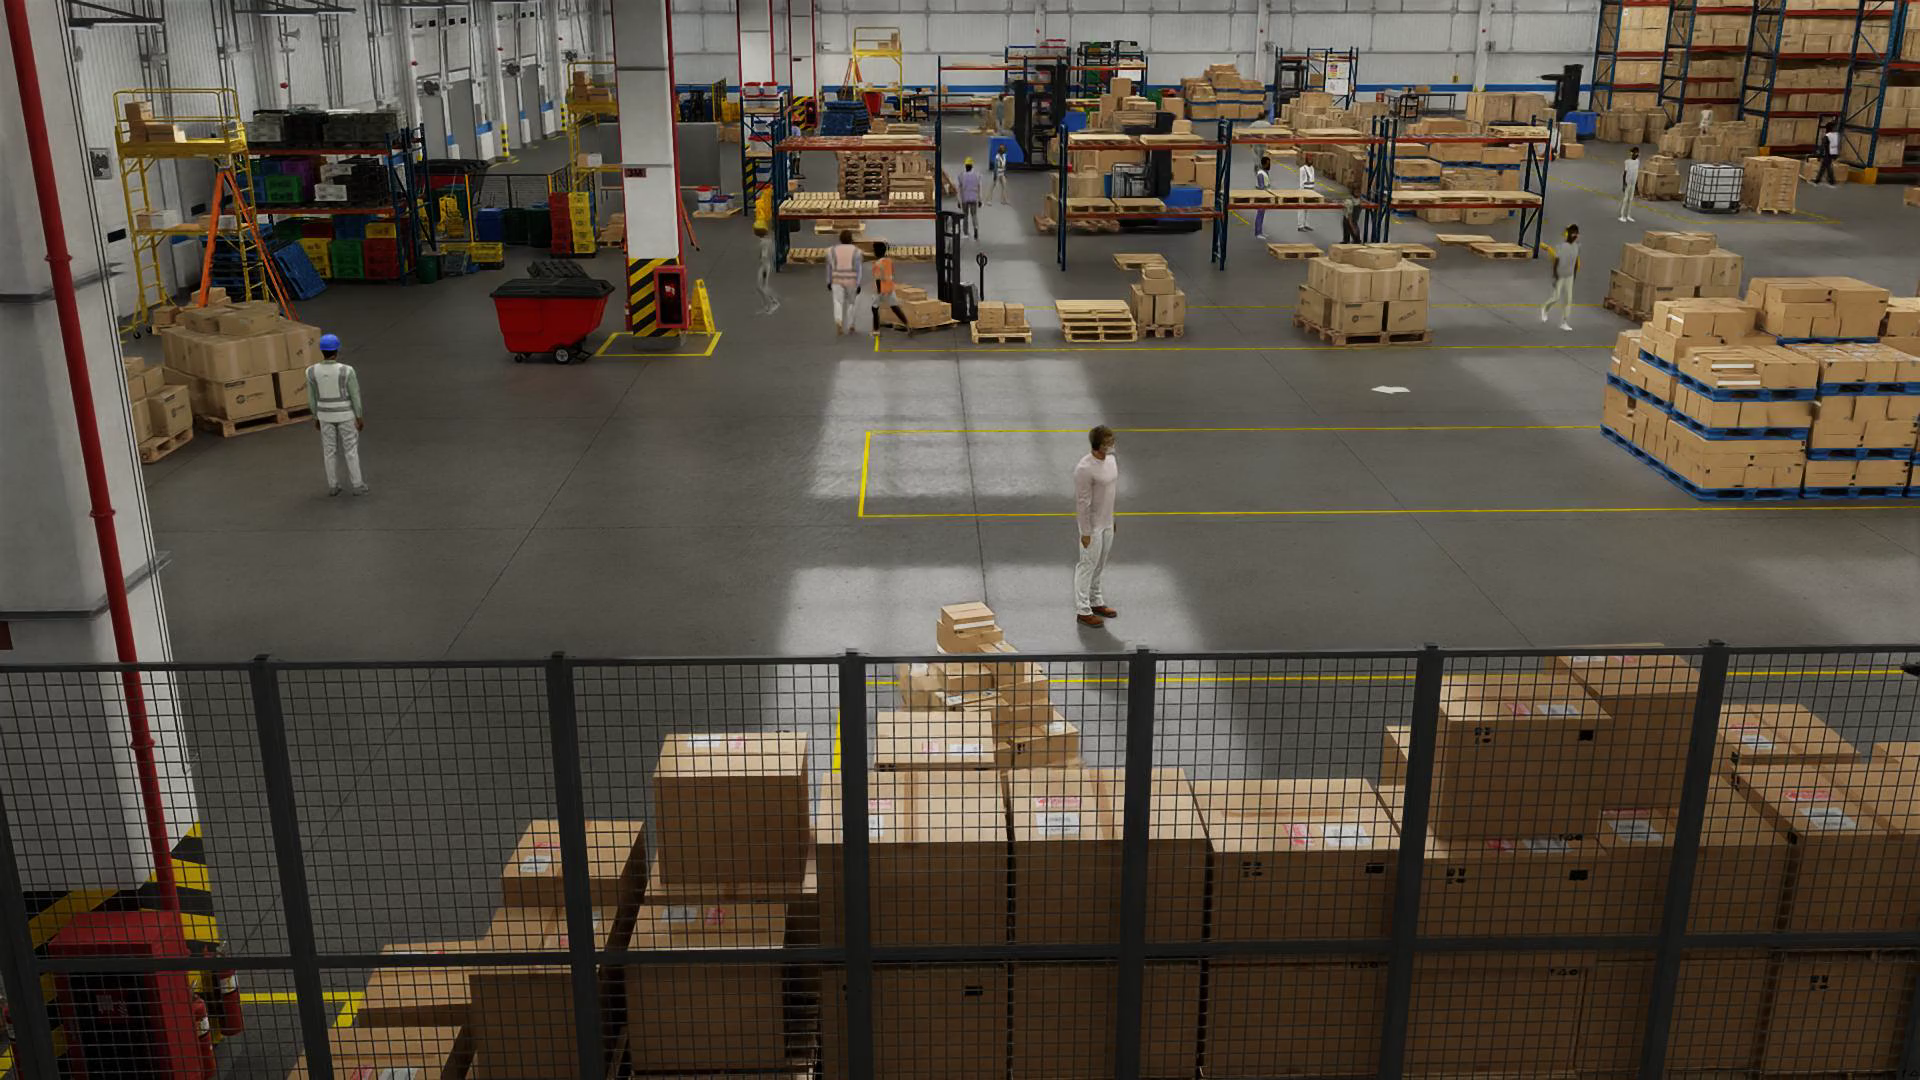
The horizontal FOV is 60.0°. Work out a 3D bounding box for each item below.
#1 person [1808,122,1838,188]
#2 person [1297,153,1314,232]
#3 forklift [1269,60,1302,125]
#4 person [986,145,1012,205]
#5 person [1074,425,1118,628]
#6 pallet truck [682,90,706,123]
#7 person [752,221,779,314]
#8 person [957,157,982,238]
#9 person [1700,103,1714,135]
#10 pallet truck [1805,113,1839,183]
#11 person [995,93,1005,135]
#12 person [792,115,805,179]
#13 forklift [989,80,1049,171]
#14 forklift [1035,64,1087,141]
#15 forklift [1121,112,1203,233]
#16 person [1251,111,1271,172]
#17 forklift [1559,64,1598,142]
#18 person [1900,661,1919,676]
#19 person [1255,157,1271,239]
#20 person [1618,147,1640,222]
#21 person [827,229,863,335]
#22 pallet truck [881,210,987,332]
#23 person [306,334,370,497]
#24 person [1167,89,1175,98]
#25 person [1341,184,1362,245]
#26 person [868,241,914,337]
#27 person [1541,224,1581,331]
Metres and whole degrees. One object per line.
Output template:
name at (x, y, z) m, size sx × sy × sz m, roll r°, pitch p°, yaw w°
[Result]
person at (25.673, -11.416, 49.302) m, size 0.710 × 1.859 × 0.956 m, roll -14°, pitch 23°, yaw -35°
person at (8.448, -8.458, 40.500) m, size 0.355 × 1.883 × 0.575 m, roll 14°, pitch 23°, yaw 35°
forklift at (13.193, -17.912, 67.008) m, size 1.129 × 2.768 × 1.873 m, roll -1°, pitch 19°, yaw -1°
person at (1.078, -9.937, 45.316) m, size 0.743 × 1.596 × 0.597 m, roll 9°, pitch 20°, yaw 24°
person at (1.302, -0.146, 15.757) m, size 0.372 × 1.940 × 0.630 m, roll 11°, pitch 21°, yaw 29°
pallet truck at (-9.671, -15.907, 62.421) m, size 0.823 × 1.965 × 1.885 m, roll 5°, pitch 19°, yaw 15°
person at (-3.596, -4.959, 30.355) m, size 0.398 × 1.728 × 0.503 m, roll -4°, pitch 19°, yaw -11°
person at (0.230, -8.064, 39.300) m, size 0.595 × 1.911 × 0.653 m, roll -4°, pitch 19°, yaw -11°
person at (27.210, -15.091, 60.593) m, size 0.819 × 1.599 × 0.530 m, roll -15°, pitch 24°, yaw -38°
pallet truck at (26.403, -11.957, 50.702) m, size 0.823 × 1.965 × 1.885 m, roll 6°, pitch 19°, yaw 16°
person at (1.475, -15.397, 61.018) m, size 0.362 × 1.932 × 0.638 m, roll 0°, pitch 19°, yaw -1°
person at (-5.023, -12.103, 51.219) m, size 0.340 × 1.942 × 0.552 m, roll -12°, pitch 22°, yaw -32°
forklift at (1.889, -13.266, 53.225) m, size 1.873 × 2.768 × 1.129 m, roll -1°, pitch 19°, yaw -2°
forklift at (3.847, -16.578, 63.051) m, size 1.873 × 2.768 × 1.129 m, roll -1°, pitch 19°, yaw -2°
forklift at (4.929, -8.923, 40.343) m, size 1.873 × 2.768 × 1.129 m, roll -1°, pitch 19°, yaw -2°
person at (9.514, -12.589, 52.697) m, size 0.639 × 1.928 × 0.476 m, roll 3°, pitch 19°, yaw 8°
forklift at (23.205, -16.636, 63.224) m, size 1.873 × 2.768 × 1.129 m, roll 17°, pitch 25°, yaw 40°
person at (8.660, 0.358, 14.297) m, size 0.561 × 1.919 × 0.723 m, roll -9°, pitch 21°, yaw -26°
person at (7.167, -8.110, 39.413) m, size 0.392 × 1.919 × 0.592 m, roll 6°, pitch 20°, yaw 18°
person at (17.017, -9.022, 42.193) m, size 0.508 × 1.872 × 0.329 m, roll -9°, pitch 21°, yaw -25°
person at (-1.986, -4.432, 28.649) m, size 0.626 × 1.825 × 0.750 m, roll 0°, pitch 19°, yaw 0°
pallet truck at (-0.493, -4.759, 29.349) m, size 1.885 × 1.965 × 0.823 m, roll -13°, pitch 23°, yaw -34°
person at (-7.355, -1.467, 19.658) m, size 0.614 × 1.947 × 0.388 m, roll 0°, pitch 19°, yaw 0°
person at (8.089, -16.310, 63.749) m, size 0.908 × 1.904 × 0.583 m, roll -6°, pitch 20°, yaw -17°
person at (8.373, -6.664, 35.333) m, size 0.576 × 1.785 × 0.829 m, roll -16°, pitch 24°, yaw -40°
person at (-1.203, -4.255, 28.406) m, size 0.849 × 1.666 × 0.539 m, roll 14°, pitch 23°, yaw 35°
person at (10.600, -4.648, 29.252) m, size 0.527 × 1.850 × 0.739 m, roll -3°, pitch 19°, yaw -8°
